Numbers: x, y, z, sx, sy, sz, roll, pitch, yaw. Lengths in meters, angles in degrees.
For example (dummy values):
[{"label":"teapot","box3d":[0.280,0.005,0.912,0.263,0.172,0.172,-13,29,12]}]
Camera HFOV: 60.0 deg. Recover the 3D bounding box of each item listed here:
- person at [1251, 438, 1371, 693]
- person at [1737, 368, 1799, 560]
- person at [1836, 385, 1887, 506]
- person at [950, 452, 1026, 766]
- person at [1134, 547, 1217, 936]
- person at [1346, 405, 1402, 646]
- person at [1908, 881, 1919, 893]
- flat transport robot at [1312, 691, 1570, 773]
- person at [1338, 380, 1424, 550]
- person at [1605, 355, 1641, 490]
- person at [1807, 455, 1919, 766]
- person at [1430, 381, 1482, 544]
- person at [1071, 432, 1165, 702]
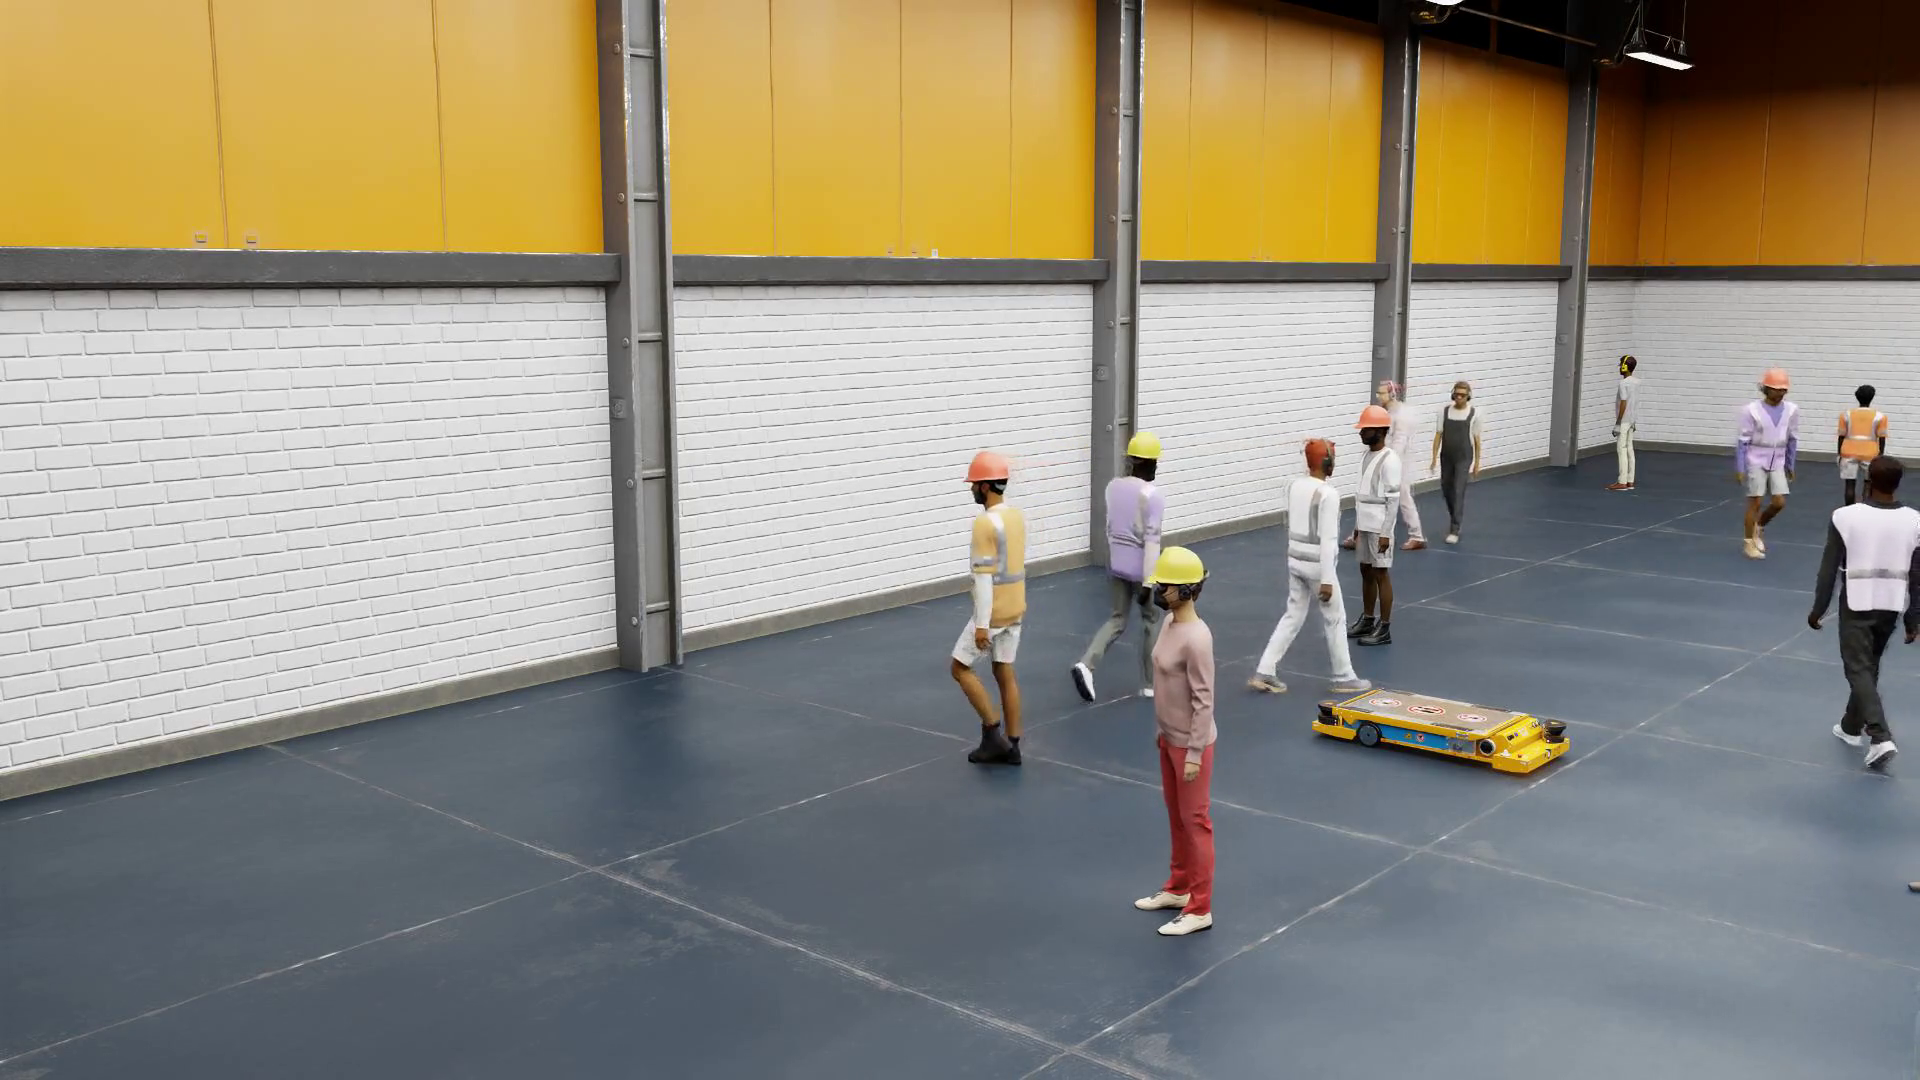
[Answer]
[{"label":"person","box3d":[2.496,0.193,11.776,0.889,1.849,0.595,-4,10,-22]},{"label":"person","box3d":[8.442,-0.788,17.383,0.675,2.015,0.535,0,9,-2]},{"label":"person","box3d":[10.673,-0.998,19.723,0.537,1.688,0.389,6,11,31]},{"label":"person","box3d":[0.192,0.428,10.040,0.442,1.918,0.588,5,10,27]},{"label":"person","box3d":[0.991,0.904,7.539,0.328,1.769,0.526,-1,9,-9]},{"label":"person","box3d":[3.325,-0.118,13.421,0.361,1.938,0.546,-2,9,-14]},{"label":"person","box3d":[4.820,0.831,7.760,0.390,1.842,0.564,-1,9,-9]},{"label":"flat transport robot","box3d":[3.022,1.178,10.503,1.431,0.197,0.652,8,12,40]},{"label":"person","box3d":[4.601,-0.792,17.927,0.984,1.856,0.644,-3,10,-18]},{"label":"person","box3d":[9.224,-1.625,23.094,0.532,1.870,0.315,-8,12,-42]},{"label":"person","box3d":[5.629,0.418,10.234,0.595,1.884,0.938,0,9,3]},{"label":"person","box3d":[5.611,-0.900,18.736,0.514,1.815,0.867,6,11,32]},{"label":"person","box3d":[1.166,0.197,11.587,0.794,1.901,0.587,-7,12,-39]}]
